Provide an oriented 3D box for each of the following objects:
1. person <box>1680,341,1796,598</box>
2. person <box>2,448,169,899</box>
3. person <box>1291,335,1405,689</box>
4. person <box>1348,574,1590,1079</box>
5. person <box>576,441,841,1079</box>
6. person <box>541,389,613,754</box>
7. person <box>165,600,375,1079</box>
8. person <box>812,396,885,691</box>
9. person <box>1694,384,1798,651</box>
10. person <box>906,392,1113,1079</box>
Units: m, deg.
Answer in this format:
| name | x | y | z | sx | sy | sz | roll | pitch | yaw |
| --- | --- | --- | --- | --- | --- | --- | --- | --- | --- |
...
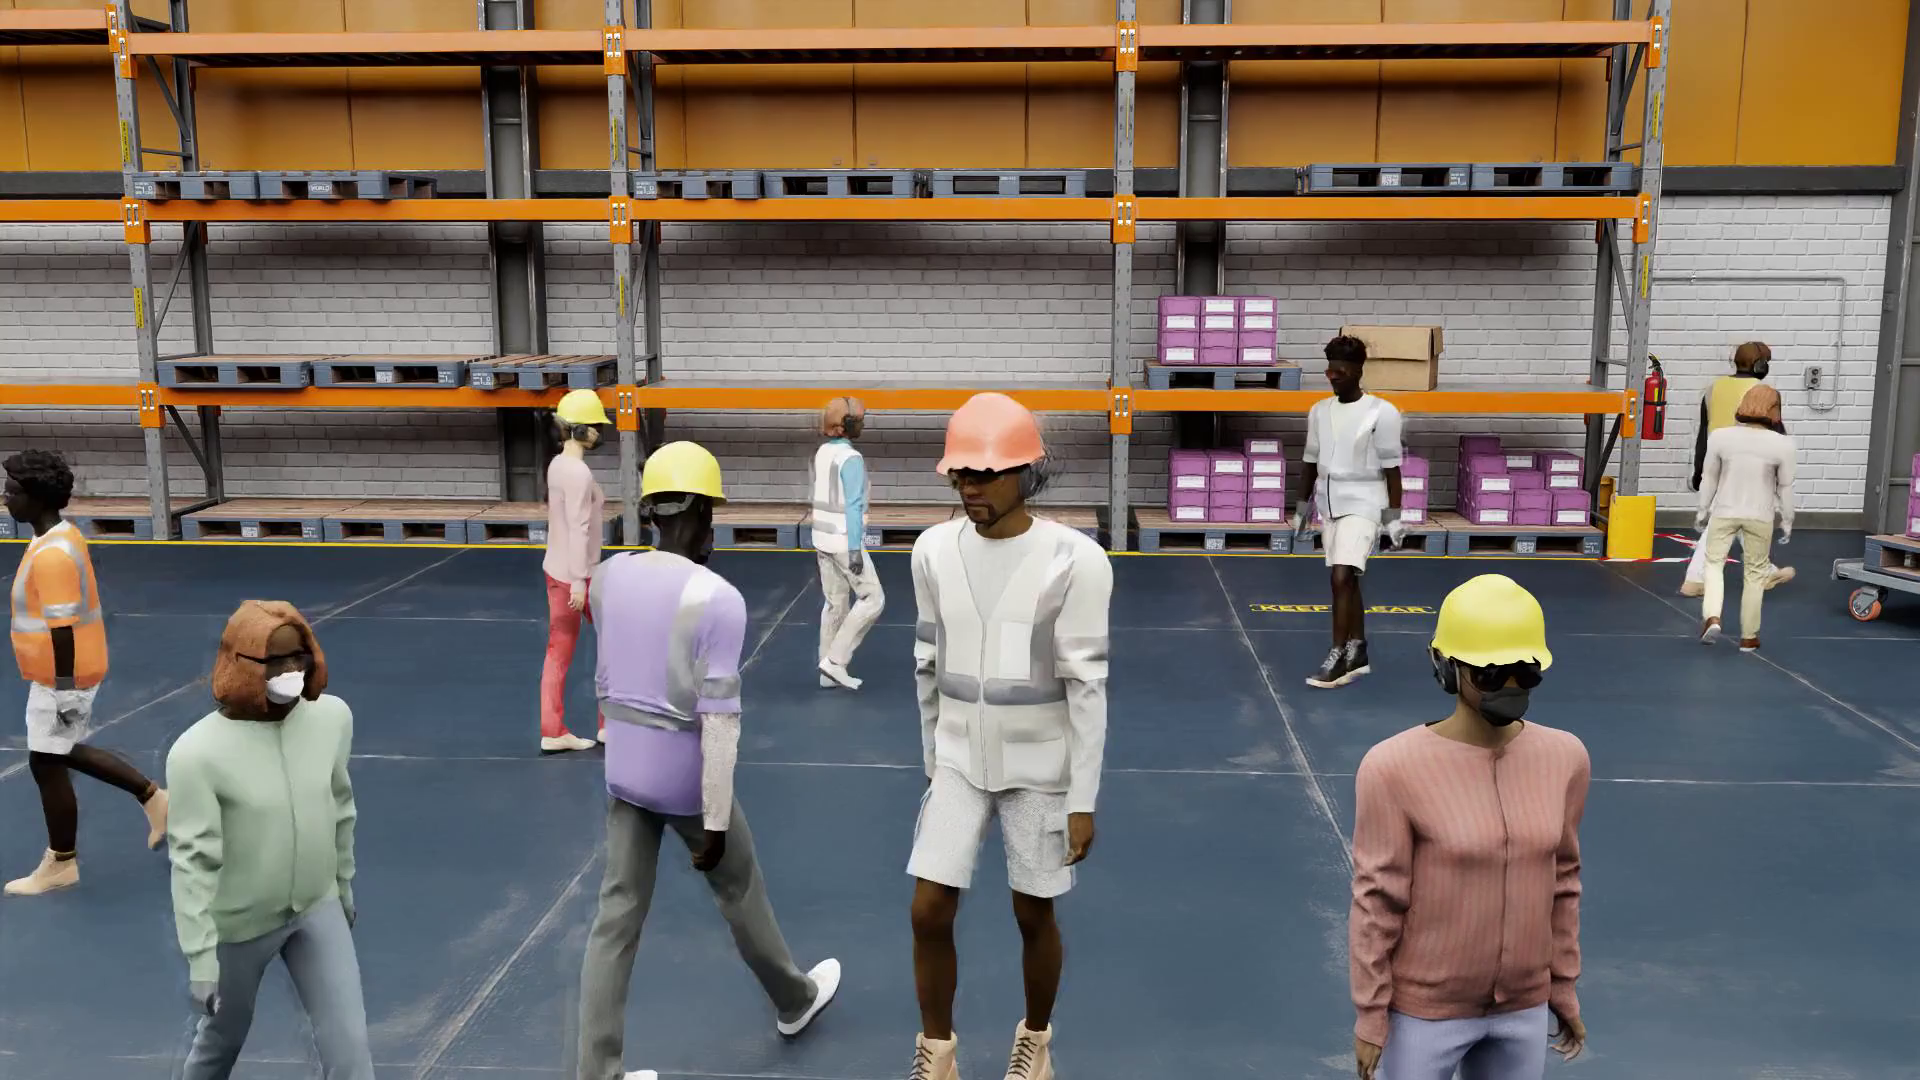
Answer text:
| name | x | y | z | sx | sy | sz | roll | pitch | yaw |
| --- | --- | --- | --- | --- | --- | --- | --- | --- | --- |
| person | 5.488 | -0.488 | 11.630 | 1.017 | 1.786 | 0.652 | -2 | 10 | -14 |
| person | -3.296 | 0.483 | 6.230 | 0.561 | 1.682 | 0.533 | -4 | 11 | -24 |
| person | 2.072 | -0.155 | 9.215 | 0.772 | 1.940 | 0.647 | -6 | 12 | -33 |
| person | 1.030 | 0.936 | 3.362 | 0.532 | 1.768 | 0.311 | -3 | 10 | -16 |
| person | -0.771 | 0.651 | 4.780 | 0.578 | 1.858 | 0.987 | 6 | 11 | 32 |
| person | -1.745 | 0.158 | 7.940 | 0.647 | 1.744 | 0.540 | -5 | 11 | -27 |
| person | -1.666 | 0.913 | 4.022 | 0.878 | 1.582 | 0.523 | 7 | 12 | 35 |
| person | -0.624 | 0.032 | 9.055 | 0.372 | 1.624 | 0.537 | -5 | 11 | -25 |
| person | 4.691 | -0.120 | 9.956 | 0.551 | 1.623 | 0.463 | 6 | 11 | 30 |
| person | 0.081 | 0.629 | 4.407 | 0.619 | 2.020 | 0.687 | 5 | 11 | 25 |
